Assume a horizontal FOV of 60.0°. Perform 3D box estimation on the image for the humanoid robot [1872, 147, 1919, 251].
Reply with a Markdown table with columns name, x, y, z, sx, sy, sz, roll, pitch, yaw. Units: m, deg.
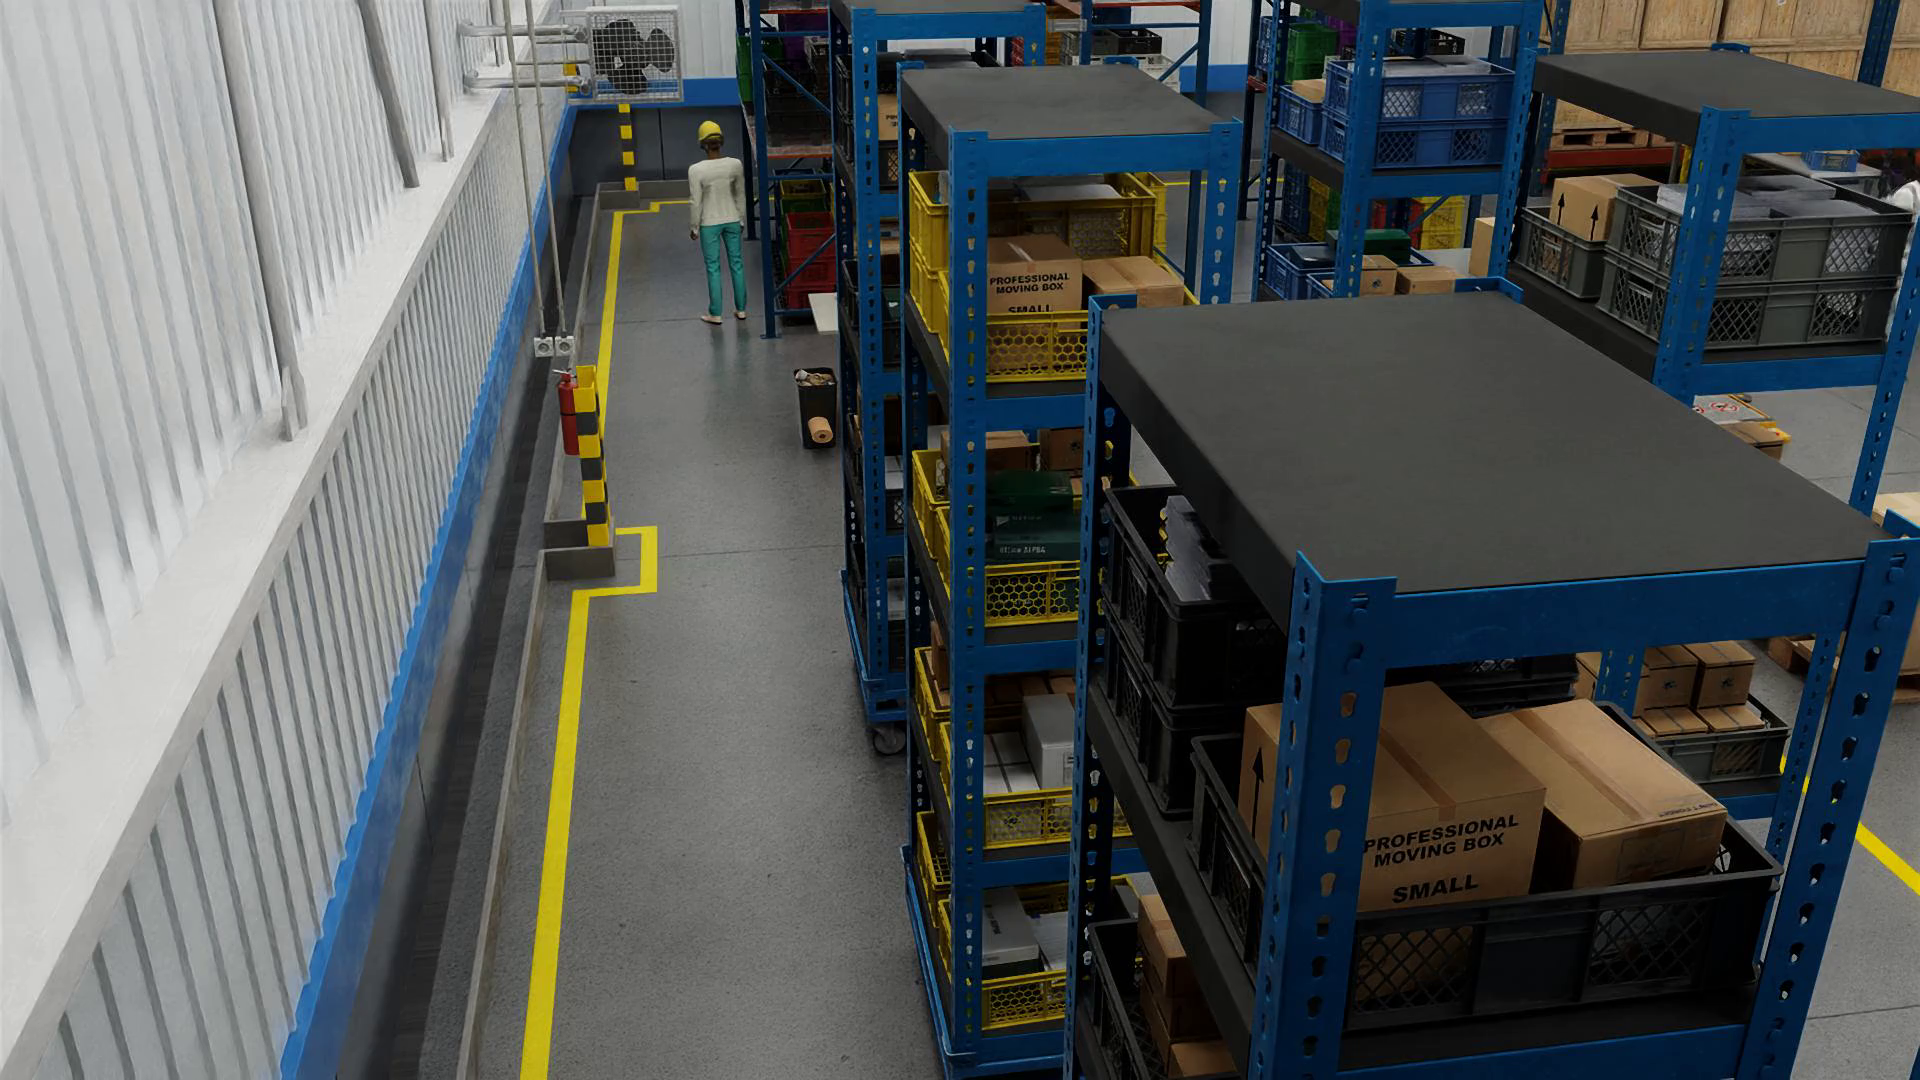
| name | x | y | z | sx | sy | sz | roll | pitch | yaw |
| --- | --- | --- | --- | --- | --- | --- | --- | --- | --- |
| humanoid robot | 8.991 | -3.285 | 15.751 | 0.564 | 1.652 | 0.328 | 7 | 26 | 14 |

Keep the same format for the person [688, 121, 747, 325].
| name | x | y | z | sx | sy | sz | roll | pitch | yaw |
| --- | --- | --- | --- | --- | --- | --- | --- | --- | --- |
| person | -2.114 | -2.760 | 14.515 | 0.522 | 1.760 | 0.323 | -15 | 29 | -30 |

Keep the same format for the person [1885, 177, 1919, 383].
| name | x | y | z | sx | sy | sz | roll | pitch | yaw |
| --- | --- | --- | --- | --- | --- | --- | --- | --- | --- |
| person | 7.480 | -2.141 | 13.044 | 0.620 | 1.859 | 0.617 | -19 | 31 | -35 |

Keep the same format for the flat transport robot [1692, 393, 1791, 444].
| name | x | y | z | sx | sy | sz | roll | pitch | yaw |
| --- | --- | --- | --- | --- | --- | --- | --- | --- | --- |
| flat transport robot | 5.224 | -0.859 | 12.132 | 1.431 | 0.197 | 0.652 | -4 | 25 | -8 |
